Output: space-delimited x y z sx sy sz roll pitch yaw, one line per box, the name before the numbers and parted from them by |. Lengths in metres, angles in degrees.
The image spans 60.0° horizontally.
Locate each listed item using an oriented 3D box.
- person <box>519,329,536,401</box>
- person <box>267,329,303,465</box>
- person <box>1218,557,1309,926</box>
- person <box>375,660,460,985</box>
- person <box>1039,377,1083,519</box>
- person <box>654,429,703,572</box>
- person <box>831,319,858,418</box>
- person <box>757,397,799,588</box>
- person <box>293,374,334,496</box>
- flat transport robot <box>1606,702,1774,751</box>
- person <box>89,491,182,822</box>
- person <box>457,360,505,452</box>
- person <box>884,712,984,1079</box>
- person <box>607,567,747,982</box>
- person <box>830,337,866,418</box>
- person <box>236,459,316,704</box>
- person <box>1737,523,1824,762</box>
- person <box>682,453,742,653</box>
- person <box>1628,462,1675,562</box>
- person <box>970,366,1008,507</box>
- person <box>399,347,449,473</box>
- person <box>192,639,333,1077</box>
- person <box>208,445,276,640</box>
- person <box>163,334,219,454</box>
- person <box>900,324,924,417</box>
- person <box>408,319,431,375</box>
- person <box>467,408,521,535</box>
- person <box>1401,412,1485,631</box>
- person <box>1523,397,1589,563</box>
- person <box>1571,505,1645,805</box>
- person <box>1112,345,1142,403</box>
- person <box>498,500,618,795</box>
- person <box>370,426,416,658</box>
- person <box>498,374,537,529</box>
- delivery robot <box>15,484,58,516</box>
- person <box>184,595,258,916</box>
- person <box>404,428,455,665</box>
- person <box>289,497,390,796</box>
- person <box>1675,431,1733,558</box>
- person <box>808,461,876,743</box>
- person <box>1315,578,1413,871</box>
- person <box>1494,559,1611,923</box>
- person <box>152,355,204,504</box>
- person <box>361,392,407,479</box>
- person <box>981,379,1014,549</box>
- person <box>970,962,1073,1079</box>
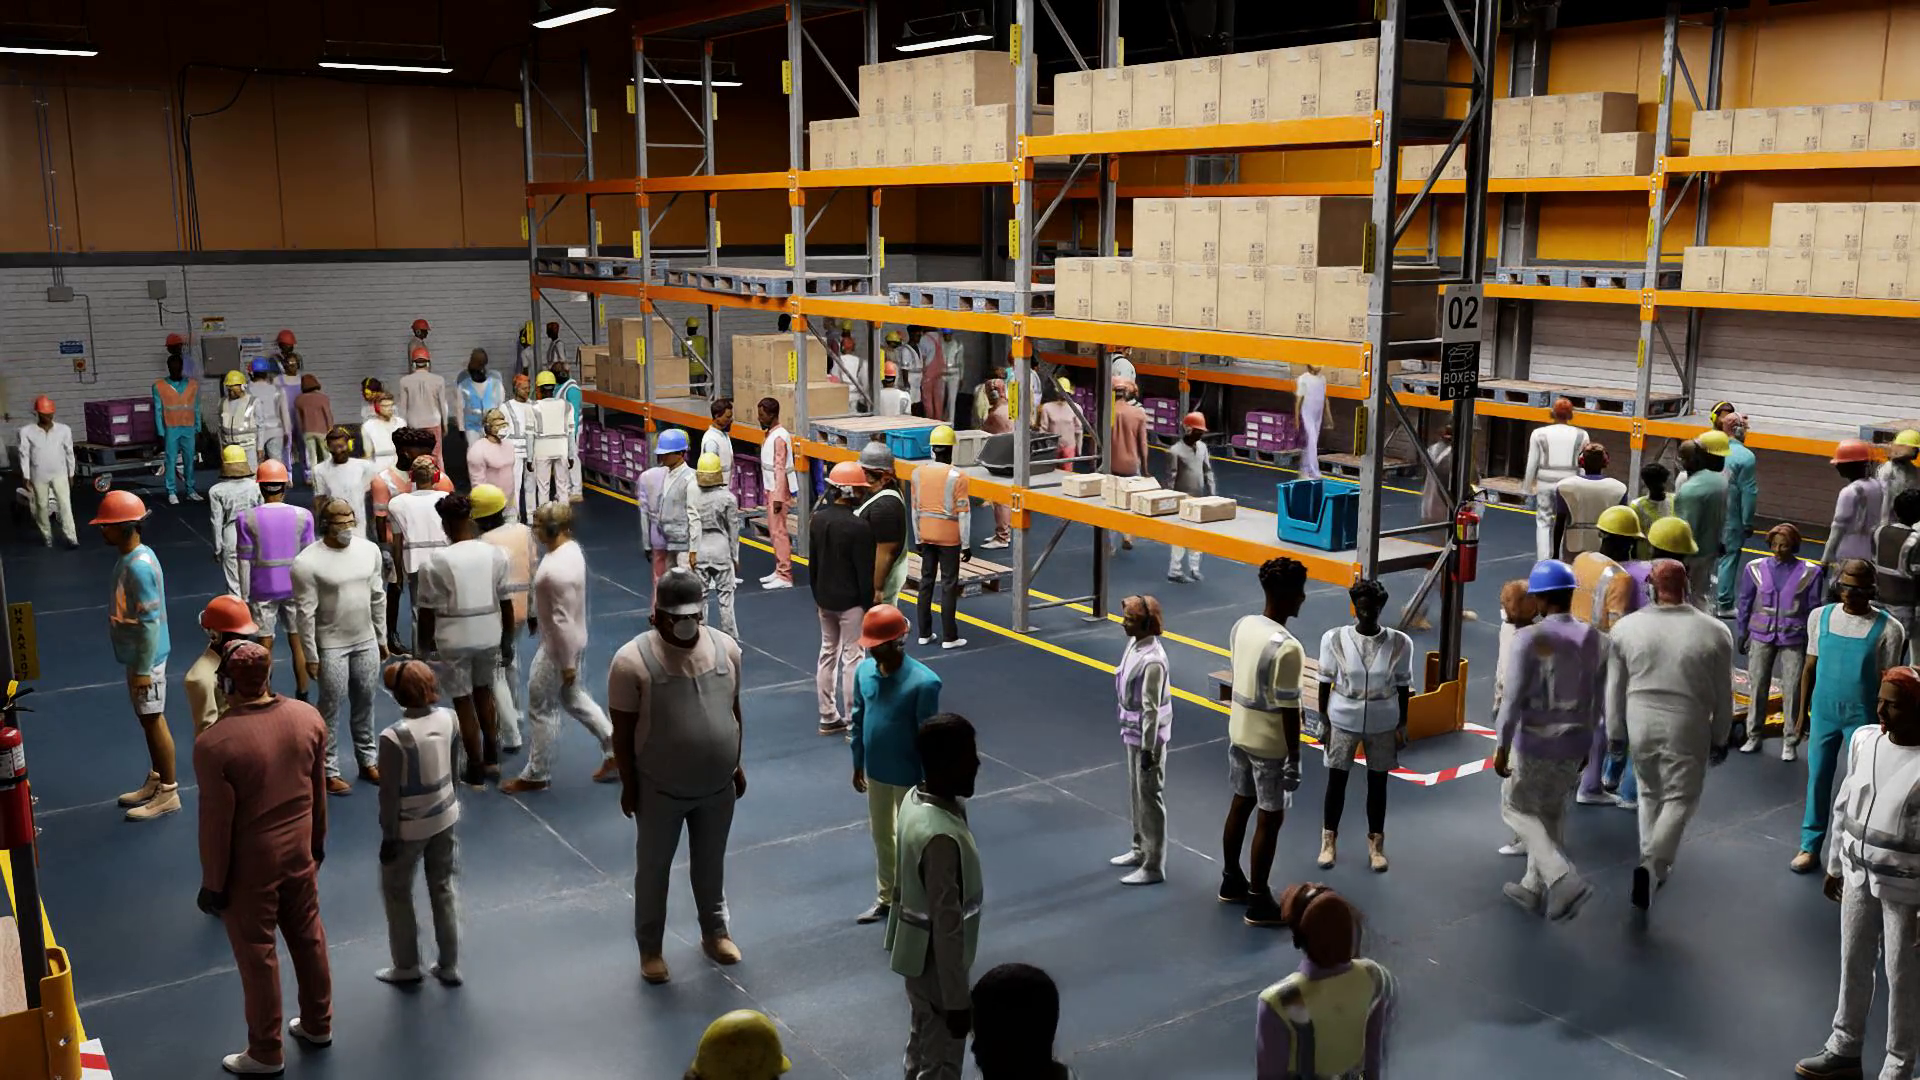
person | -7.012 -2.495 27.065 0.310 1.868 0.532 3 11 14
person | -9.908 -2.109 24.688 0.598 2.021 0.647 6 12 27
person | 1.614 1.045 8.735 0.383 1.957 0.606 -4 12 -18
person | -2.620 1.356 7.971 0.445 1.623 0.552 5 12 25
person | 1.246 -1.164 20.559 0.558 1.742 0.594 1 11 7
person | -2.364 0.026 13.992 0.412 1.939 0.604 -9 14 -38
person | -2.064 -3.092 30.218 0.403 1.828 0.593 10 15 40
person | -1.827 -0.480 16.662 0.396 1.908 0.599 -3 11 -15
person | -8.597 -1.412 22.195 0.526 1.597 0.647 -1 11 -5
flat transport robot | 5.048 1.285 11.818 1.431 0.197 0.652 -6 13 -30
person | -5.069 0.706 10.235 0.373 2.043 0.615 -7 13 -31
person | -6.350 -1.490 22.132 0.651 1.795 0.757 -3 11 -14
person | -0.078 1.566 6.149 0.392 1.921 0.593 -2 11 -10
person | -1.326 1.124 8.099 0.688 2.000 0.536 -7 13 -32
person | -1.718 -2.150 25.311 0.608 1.858 0.457 -3 12 -16
person | -5.041 0.362 12.311 0.549 1.924 0.387 -7 13 -31
person | 5.605 0.686 11.394 0.524 1.632 0.314 8 14 36
person | -2.078 0.136 13.917 0.483 1.745 0.302 0 11 2
person | 5.824 0.172 13.925 0.572 1.675 0.410 -1 11 -6
person | 0.410 -1.292 21.107 0.654 1.824 0.431 8 13 34
person | -7.030 -1.533 21.848 0.618 1.986 0.408 -3 12 -17
person | -3.036 1.365 7.213 0.401 1.906 0.650 6 12 26
person | -6.212 0.045 14.388 0.490 1.740 0.323 -8 14 -35
person | -12.052 -2.248 25.770 0.982 1.903 0.550 -4 12 -20
person | -0.780 -2.572 27.244 0.374 1.958 0.599 4 12 21
person | -9.003 -2.698 27.812 0.406 1.986 0.612 0 11 1
person | -4.294 -0.259 15.441 0.357 1.938 0.638 4 12 18
person | 4.370 -0.212 14.938 0.804 2.000 0.699 -2 11 -11
person | 6.082 -0.523 16.975 0.594 1.889 0.409 2 11 10
person | 4.043 0.723 10.482 0.399 1.912 0.596 -2 11 -9
person | 2.355 -1.981 23.992 0.535 2.000 0.679 -4 12 -18
person | -2.543 0.684 10.687 0.842 1.917 0.641 -2 11 -8
person | -4.653 0.009 14.034 0.385 1.957 0.603 7 13 34
person | -5.080 -0.988 19.329 0.352 1.880 0.577 8 14 36
delivery robot | -11.085 -0.503 19.999 0.477 0.478 0.707 -10 15 -42
person | -3.834 1.136 8.810 0.348 1.740 0.574 0 11 1
person | -4.406 0.050 13.788 0.602 1.966 0.368 10 15 42
person | -3.965 0.675 10.699 0.366 1.932 0.623 8 13 35
person | 6.409 -0.027 14.443 0.596 1.886 0.702 -6 12 -27
person | -0.810 0.433 11.769 0.392 1.990 0.611 -11 15 -43
person | 2.277 1.041 9.407 0.540 1.695 0.317 2 11 9
person | 3.113 1.073 8.693 0.654 1.908 0.664 -4 12 -20
person | -10.117 -1.440 21.545 0.393 1.916 0.590 10 15 41
person | -6.123 -0.678 17.840 0.437 1.833 0.595 7 13 30
person | 0.409 -0.852 18.576 0.407 1.902 0.639 2 11 10
person | 0.252 1.979 4.142 0.390 1.893 0.655 -4 12 -20
